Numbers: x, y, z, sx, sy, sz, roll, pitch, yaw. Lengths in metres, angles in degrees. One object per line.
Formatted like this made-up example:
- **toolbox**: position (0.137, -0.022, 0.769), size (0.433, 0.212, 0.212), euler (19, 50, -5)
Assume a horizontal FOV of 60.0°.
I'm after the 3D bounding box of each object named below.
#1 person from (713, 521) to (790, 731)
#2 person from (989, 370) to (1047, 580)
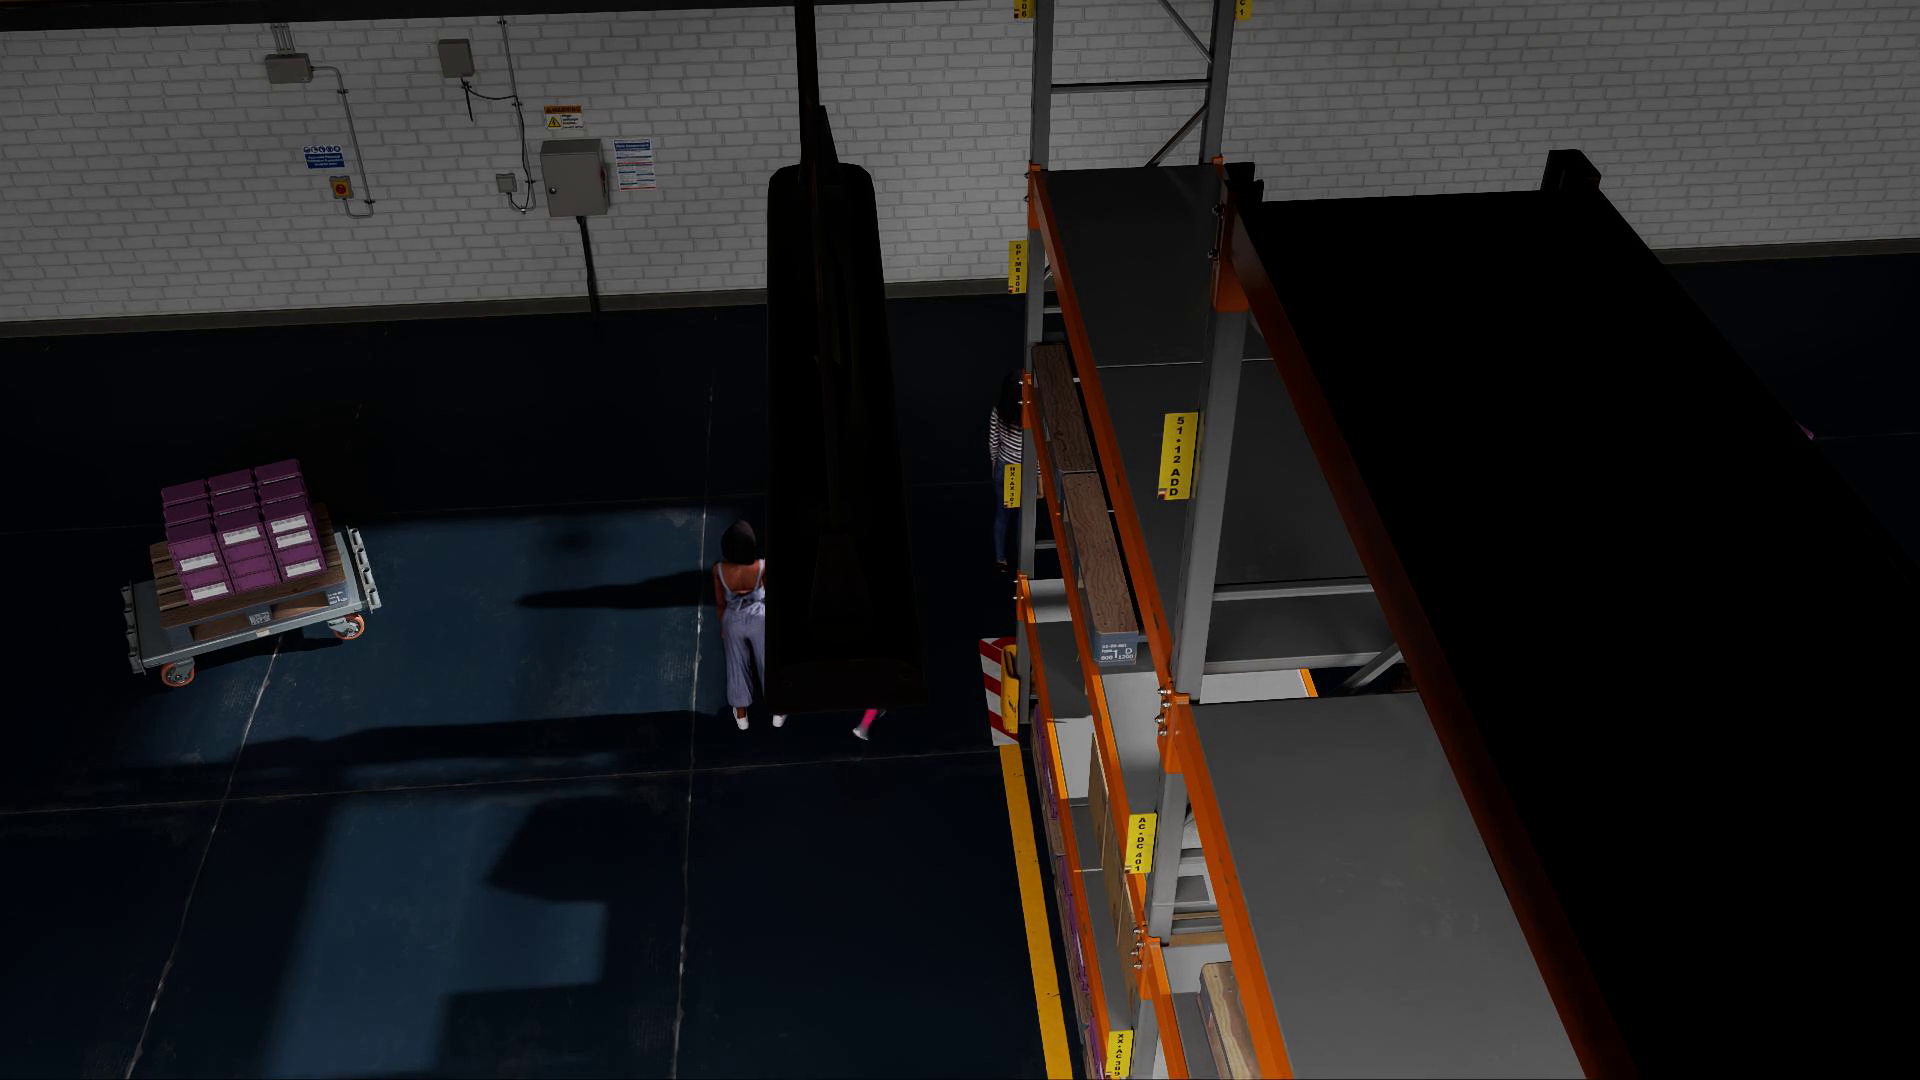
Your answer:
- **person**: position (-1.362, 0.556, 10.794), size (0.566, 1.696, 0.526), euler (-2, 39, -3)
- **person**: position (0.402, -0.443, 11.966), size (0.648, 1.796, 0.690), euler (24, 45, 27)
